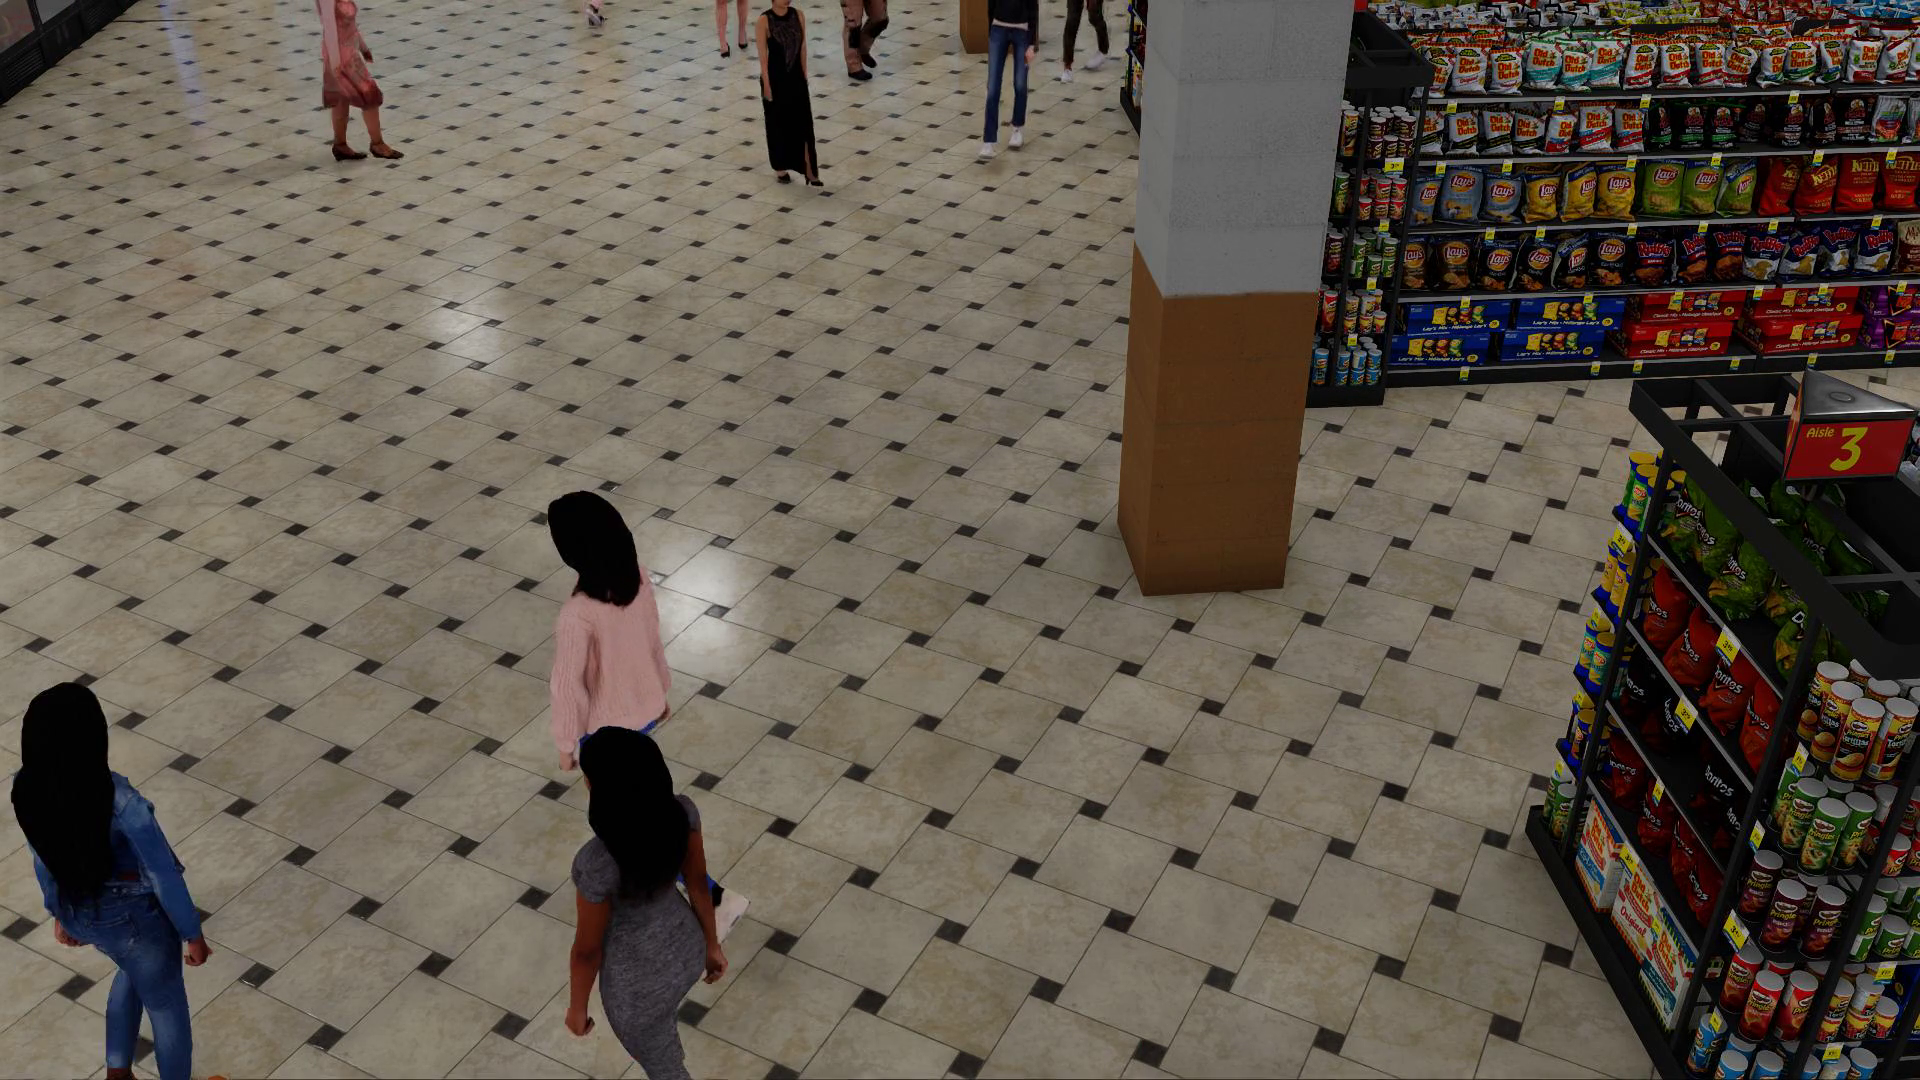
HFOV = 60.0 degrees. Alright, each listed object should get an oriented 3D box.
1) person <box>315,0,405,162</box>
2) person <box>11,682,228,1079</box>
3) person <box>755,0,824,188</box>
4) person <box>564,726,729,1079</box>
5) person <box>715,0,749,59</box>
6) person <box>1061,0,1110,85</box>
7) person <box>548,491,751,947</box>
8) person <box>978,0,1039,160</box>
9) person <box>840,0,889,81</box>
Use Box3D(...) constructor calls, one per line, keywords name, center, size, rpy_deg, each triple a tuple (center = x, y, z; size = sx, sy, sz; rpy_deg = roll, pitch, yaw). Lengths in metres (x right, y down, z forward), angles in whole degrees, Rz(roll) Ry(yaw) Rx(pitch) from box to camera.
Box3D(name="person", center=(-4.881, -3.753, 12.925), size=(0.819, 1.671, 0.673), rpy_deg=(-9, 33, -14))
Box3D(name="person", center=(-2.542, 1.205, 4.929), size=(0.735, 1.702, 0.810), rpy_deg=(7, 33, 11))
Box3D(name="person", center=(-1.372, -3.477, 12.572), size=(0.896, 1.577, 0.889), rpy_deg=(-19, 37, -28))
Box3D(name="person", center=(-0.794, 1.294, 4.724), size=(0.816, 1.767, 0.758), rpy_deg=(18, 36, 26))
Box3D(name="person", center=(-2.136, -5.421, 15.574), size=(0.973, 1.706, 0.726), rpy_deg=(-1, 32, -1))
Box3D(name="person", center=(1.161, -4.967, 14.893), size=(1.121, 1.654, 1.069), rpy_deg=(22, 38, 31))
Box3D(name="person", center=(-1.108, 0.672, 5.753), size=(1.195, 1.736, 1.032), rpy_deg=(13, 34, 19))
Box3D(name="person", center=(0.438, -3.935, 13.141), size=(1.083, 1.753, 0.854), rpy_deg=(6, 32, 9))
Box3D(name="person", center=(-0.966, -5.074, 14.901), size=(0.828, 1.829, 0.900), rpy_deg=(-26, 40, -35))
